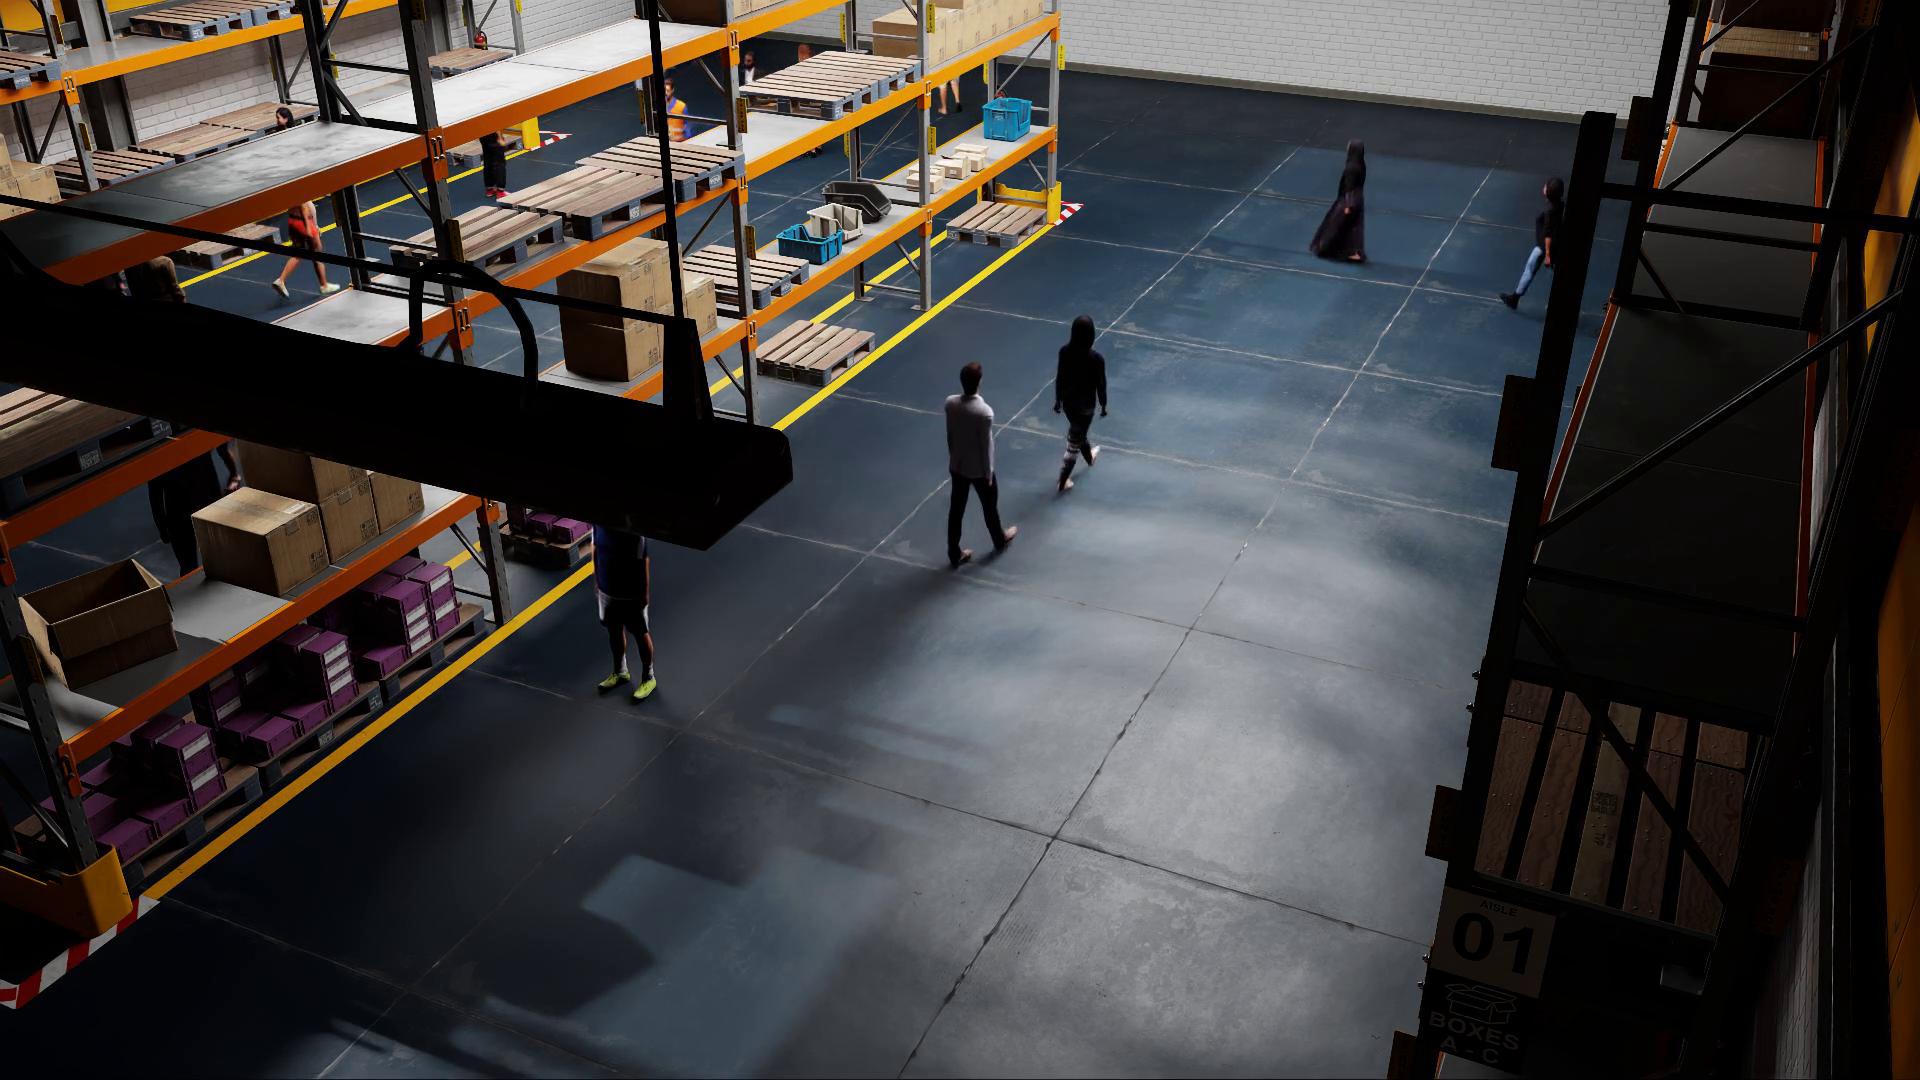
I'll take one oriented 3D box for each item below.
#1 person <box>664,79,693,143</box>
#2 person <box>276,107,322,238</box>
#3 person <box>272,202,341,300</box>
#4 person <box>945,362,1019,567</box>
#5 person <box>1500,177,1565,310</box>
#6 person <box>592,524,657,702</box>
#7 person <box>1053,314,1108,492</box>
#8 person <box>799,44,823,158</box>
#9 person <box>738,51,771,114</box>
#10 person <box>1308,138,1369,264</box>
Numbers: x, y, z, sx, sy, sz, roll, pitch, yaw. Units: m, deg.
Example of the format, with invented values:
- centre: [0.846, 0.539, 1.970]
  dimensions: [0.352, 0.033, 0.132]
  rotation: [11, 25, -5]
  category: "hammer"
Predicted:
- centre: [-4.003, -5.554, 23.325]
  dimensions: [0.757, 1.847, 0.762]
  rotation: [6, 29, 11]
  category: "person"
- centre: [-8.851, -4.893, 22.195]
  dimensions: [0.797, 1.769, 0.775]
  rotation: [-19, 34, -31]
  category: "person"
- centre: [-8.044, -3.752, 20.105]
  dimensions: [0.764, 1.767, 1.111]
  rotation: [22, 35, 34]
  category: "person"
- centre: [0.038, -0.611, 14.287]
  dimensions: [0.839, 1.825, 1.056]
  rotation: [21, 35, 33]
  category: "person"
- centre: [7.005, -3.369, 19.506]
  dimensions: [0.927, 1.668, 1.167]
  rotation: [22, 35, 34]
  category: "person"
- centre: [-2.539, 0.346, 12.519]
  dimensions: [0.637, 1.838, 0.554]
  rotation: [14, 32, 24]
  category: "person"
- centre: [1.077, -1.247, 15.594]
  dimensions: [0.730, 1.689, 1.088]
  rotation: [18, 33, 29]
  category: "person"
- centre: [-2.332, -6.818, 25.788]
  dimensions: [0.673, 1.707, 0.472]
  rotation: [11, 31, 20]
  category: "person"
- centre: [-3.063, -6.471, 25.068]
  dimensions: [0.721, 1.788, 0.678]
  rotation: [17, 33, 28]
  category: "person"
- centre: [5.082, -4.339, 21.346]
  dimensions: [0.777, 1.610, 0.971]
  rotation: [18, 33, 30]
  category: "person"
